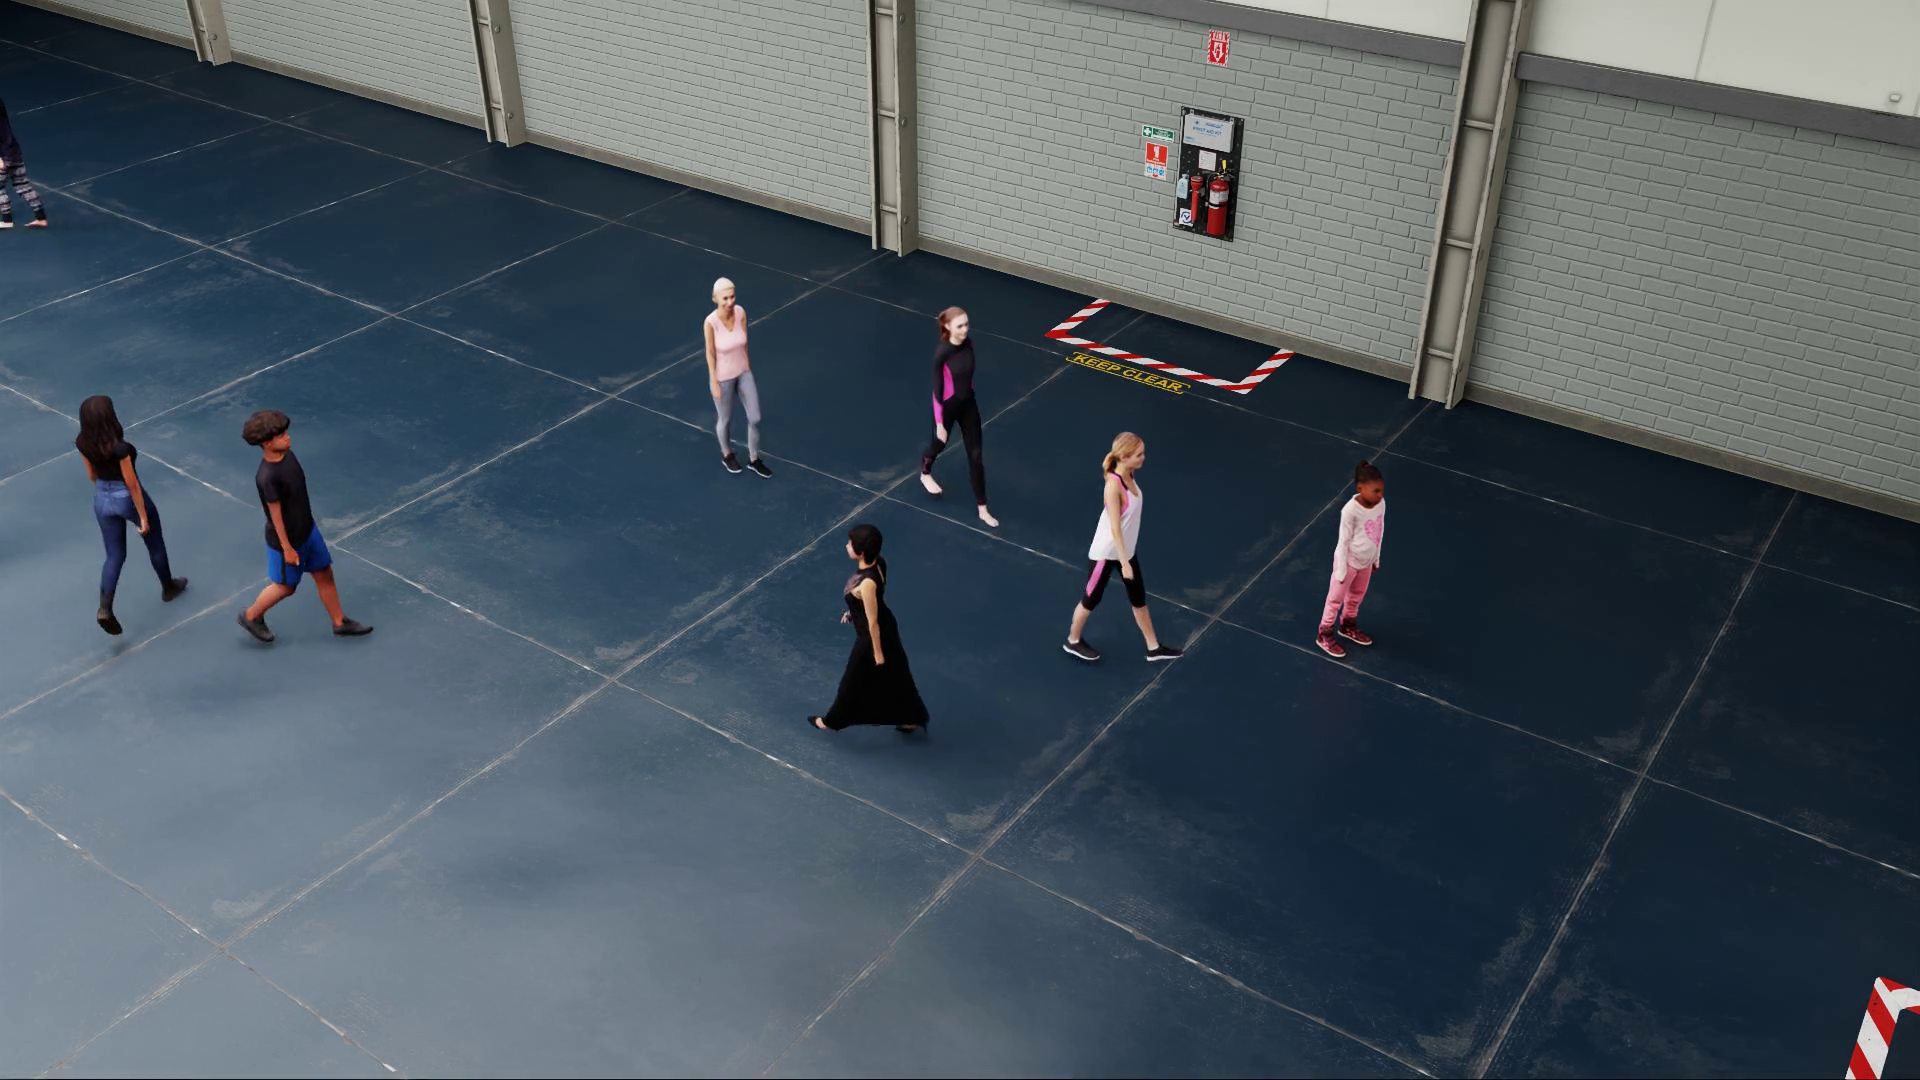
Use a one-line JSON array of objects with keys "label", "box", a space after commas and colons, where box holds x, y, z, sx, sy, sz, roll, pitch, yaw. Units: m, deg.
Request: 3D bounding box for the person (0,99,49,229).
[{"label": "person", "box": [-10.081, -4.131, 17.698, 0.943, 1.716, 0.862, -1, 32, -2]}]

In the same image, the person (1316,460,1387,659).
[{"label": "person", "box": [2.661, 0.110, 11.233, 0.595, 1.441, 0.595, -19, 37, -28]}]

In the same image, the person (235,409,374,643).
[{"label": "person", "box": [-4.585, -0.046, 11.167, 1.204, 1.773, 0.999, 2, 32, 3]}]

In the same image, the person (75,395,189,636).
[{"label": "person", "box": [-5.789, -0.155, 11.398, 1.115, 1.713, 0.981, 4, 32, 7]}]

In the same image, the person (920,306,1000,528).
[{"label": "person", "box": [-0.103, -0.991, 12.737, 0.819, 1.698, 1.228, -23, 39, -32]}]

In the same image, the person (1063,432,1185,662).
[{"label": "person", "box": [0.914, 0.079, 10.994, 1.090, 1.748, 0.746, 15, 35, 22]}]

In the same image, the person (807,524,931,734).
[{"label": "person", "box": [-0.448, 0.612, 10.326, 1.096, 1.560, 0.870, 6, 33, 9]}]

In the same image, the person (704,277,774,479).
[{"label": "person", "box": [-1.870, -1.328, 13.262, 0.715, 1.708, 0.841, -21, 38, -30]}]
